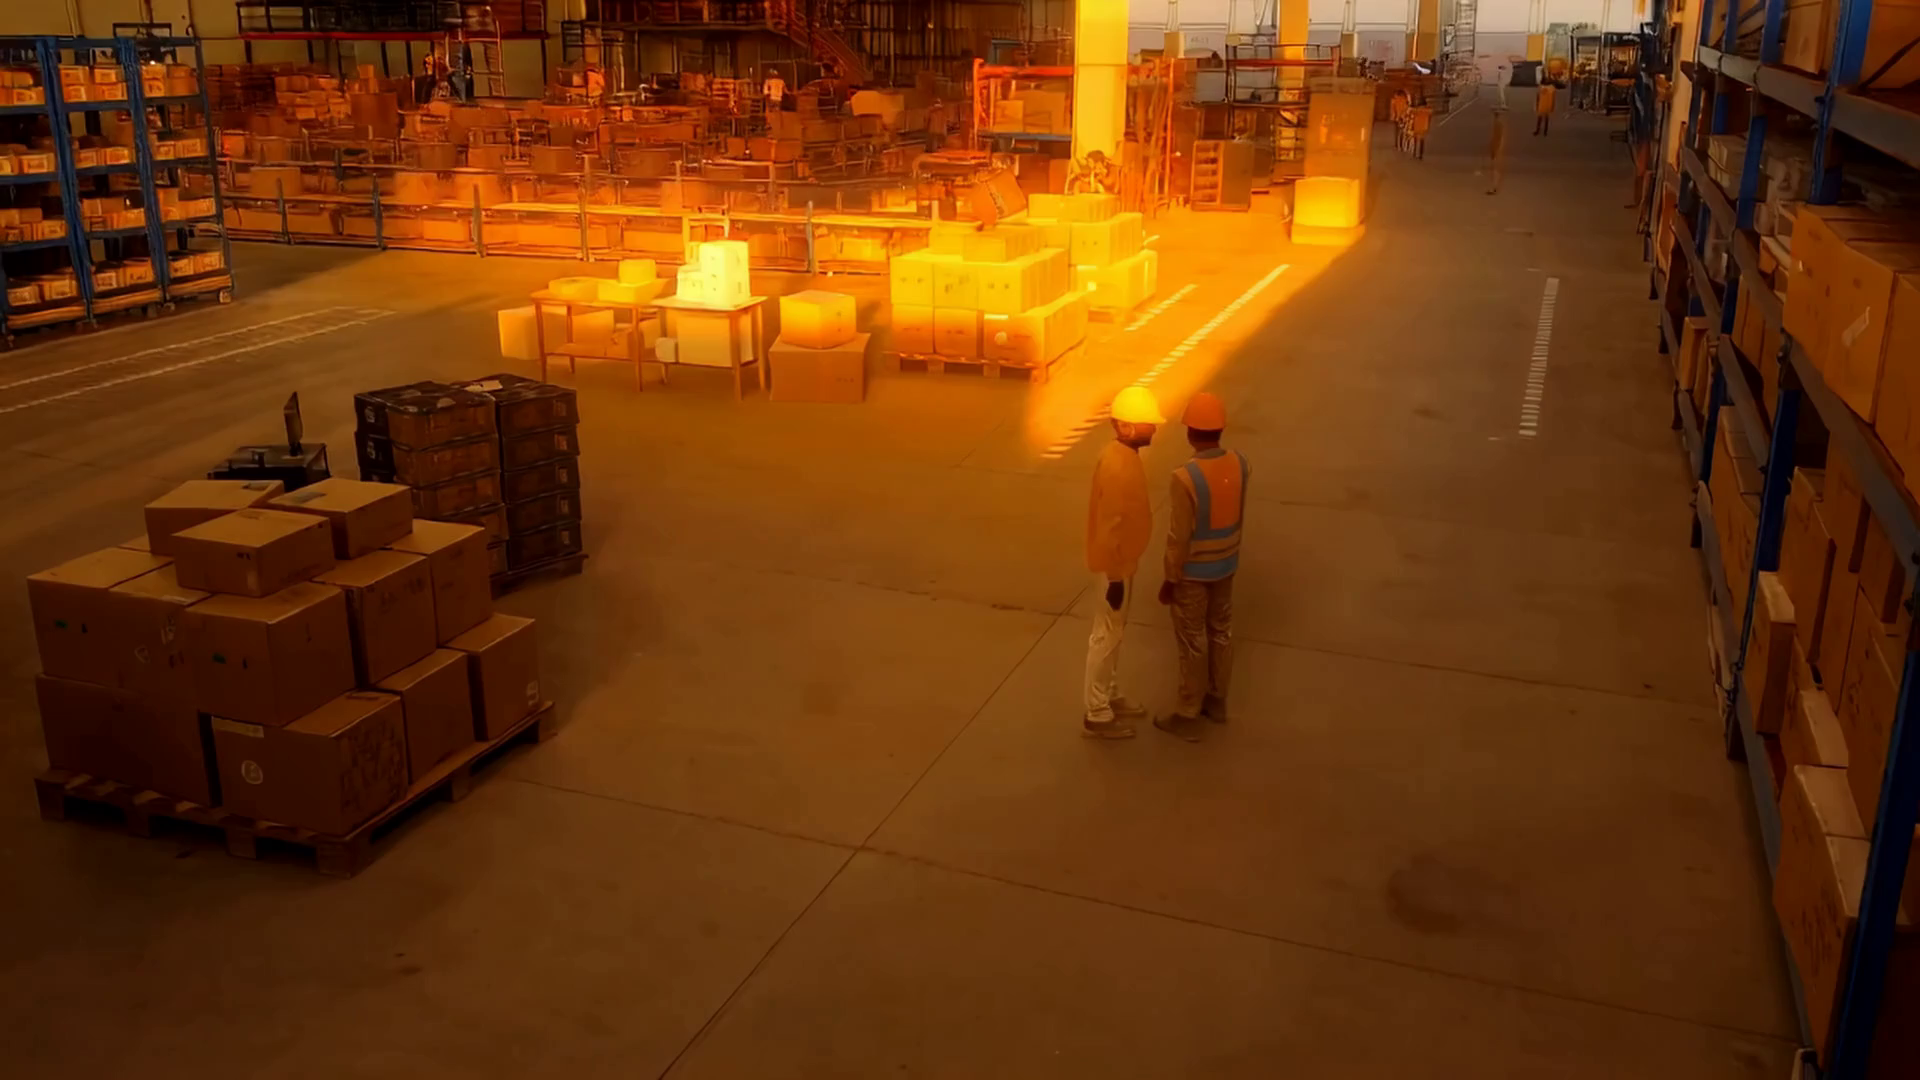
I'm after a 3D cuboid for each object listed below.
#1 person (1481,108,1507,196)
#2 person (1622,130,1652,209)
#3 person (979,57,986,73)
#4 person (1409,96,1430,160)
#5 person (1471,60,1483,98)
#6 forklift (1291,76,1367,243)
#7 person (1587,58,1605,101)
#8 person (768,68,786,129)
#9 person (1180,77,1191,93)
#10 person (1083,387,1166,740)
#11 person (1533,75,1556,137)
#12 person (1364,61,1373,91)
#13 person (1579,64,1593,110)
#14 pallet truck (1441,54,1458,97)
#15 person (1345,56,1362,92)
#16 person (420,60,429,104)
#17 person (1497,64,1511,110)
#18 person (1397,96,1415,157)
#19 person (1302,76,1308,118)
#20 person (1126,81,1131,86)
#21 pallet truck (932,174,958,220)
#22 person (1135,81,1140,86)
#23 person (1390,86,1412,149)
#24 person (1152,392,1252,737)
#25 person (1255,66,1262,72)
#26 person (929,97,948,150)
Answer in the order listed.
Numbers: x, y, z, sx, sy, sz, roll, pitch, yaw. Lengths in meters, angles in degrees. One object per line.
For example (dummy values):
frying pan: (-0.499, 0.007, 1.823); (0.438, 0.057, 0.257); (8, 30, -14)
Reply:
person: (11.718, -8.505, 36.499); (0.432, 1.893, 0.645); (9, 20, 26)
person: (14.053, -7.567, 33.990); (0.726, 1.610, 0.498); (8, 19, 23)
person: (0.965, -20.873, 75.305); (0.656, 1.917, 0.555); (-2, 18, -6)
person: (12.506, -11.198, 45.259); (0.535, 1.700, 0.318); (-2, 18, -6)
person: (24.165, -21.559, 77.788); (0.494, 1.717, 0.744); (2, 18, 6)
forklift: (6.598, -6.755, 29.381); (1.129, 2.768, 1.873); (6, 19, 19)
person: (28.604, -20.663, 74.666); (0.735, 1.905, 0.592); (2, 18, 6)
person: (-6.322, -15.251, 57.458); (0.637, 2.022, 0.475); (-6, 19, -18)
person: (7.759, -15.100, 57.467); (0.530, 1.738, 0.524); (-11, 21, -31)
person: (0.905, 0.124, 9.228); (0.414, 1.985, 0.611); (4, 18, 12)
person: (18.896, -14.041, 53.760); (0.366, 1.961, 0.610); (-15, 23, -40)
person: (19.071, -21.585, 77.914); (0.605, 1.680, 0.546); (-7, 19, -20)
person: (25.751, -18.622, 68.360); (0.506, 1.839, 0.351); (-6, 19, -18)
pallet truck: (22.765, -21.886, 78.355); (0.823, 1.965, 1.885); (-4, 18, -14)
person: (19.312, -22.719, 81.260); (0.737, 1.823, 0.631); (7, 19, 21)
person: (-23.457, -20.103, 72.954); (0.354, 1.879, 0.566); (-2, 18, -5)
person: (22.171, -18.460, 67.845); (0.584, 1.845, 0.558); (6, 19, 19)
person: (12.471, -11.550, 46.403); (0.576, 1.672, 0.589); (8, 19, 25)
person: (12.946, -17.110, 63.529); (0.549, 1.888, 0.975); (-9, 20, -25)
person: (6.069, -16.119, 60.260); (0.409, 1.982, 0.612); (-1, 18, -4)
pallet truck: (-0.507, -5.292, 27.348); (0.653, 1.274, 1.630); (6, 19, 19)
person: (8.750, -22.956, 81.811); (0.360, 1.938, 0.635); (-13, 22, -36)
person: (12.973, -12.450, 48.996); (0.625, 1.817, 0.424); (4, 18, 13)
person: (1.343, 0.139, 9.227); (0.605, 1.951, 0.380); (-16, 24, -41)
person: (15.806, -24.941, 88.036); (0.405, 1.945, 0.615); (7, 19, 20)
person: (-0.600, -10.740, 43.733); (0.535, 1.746, 0.643); (9, 20, 27)
